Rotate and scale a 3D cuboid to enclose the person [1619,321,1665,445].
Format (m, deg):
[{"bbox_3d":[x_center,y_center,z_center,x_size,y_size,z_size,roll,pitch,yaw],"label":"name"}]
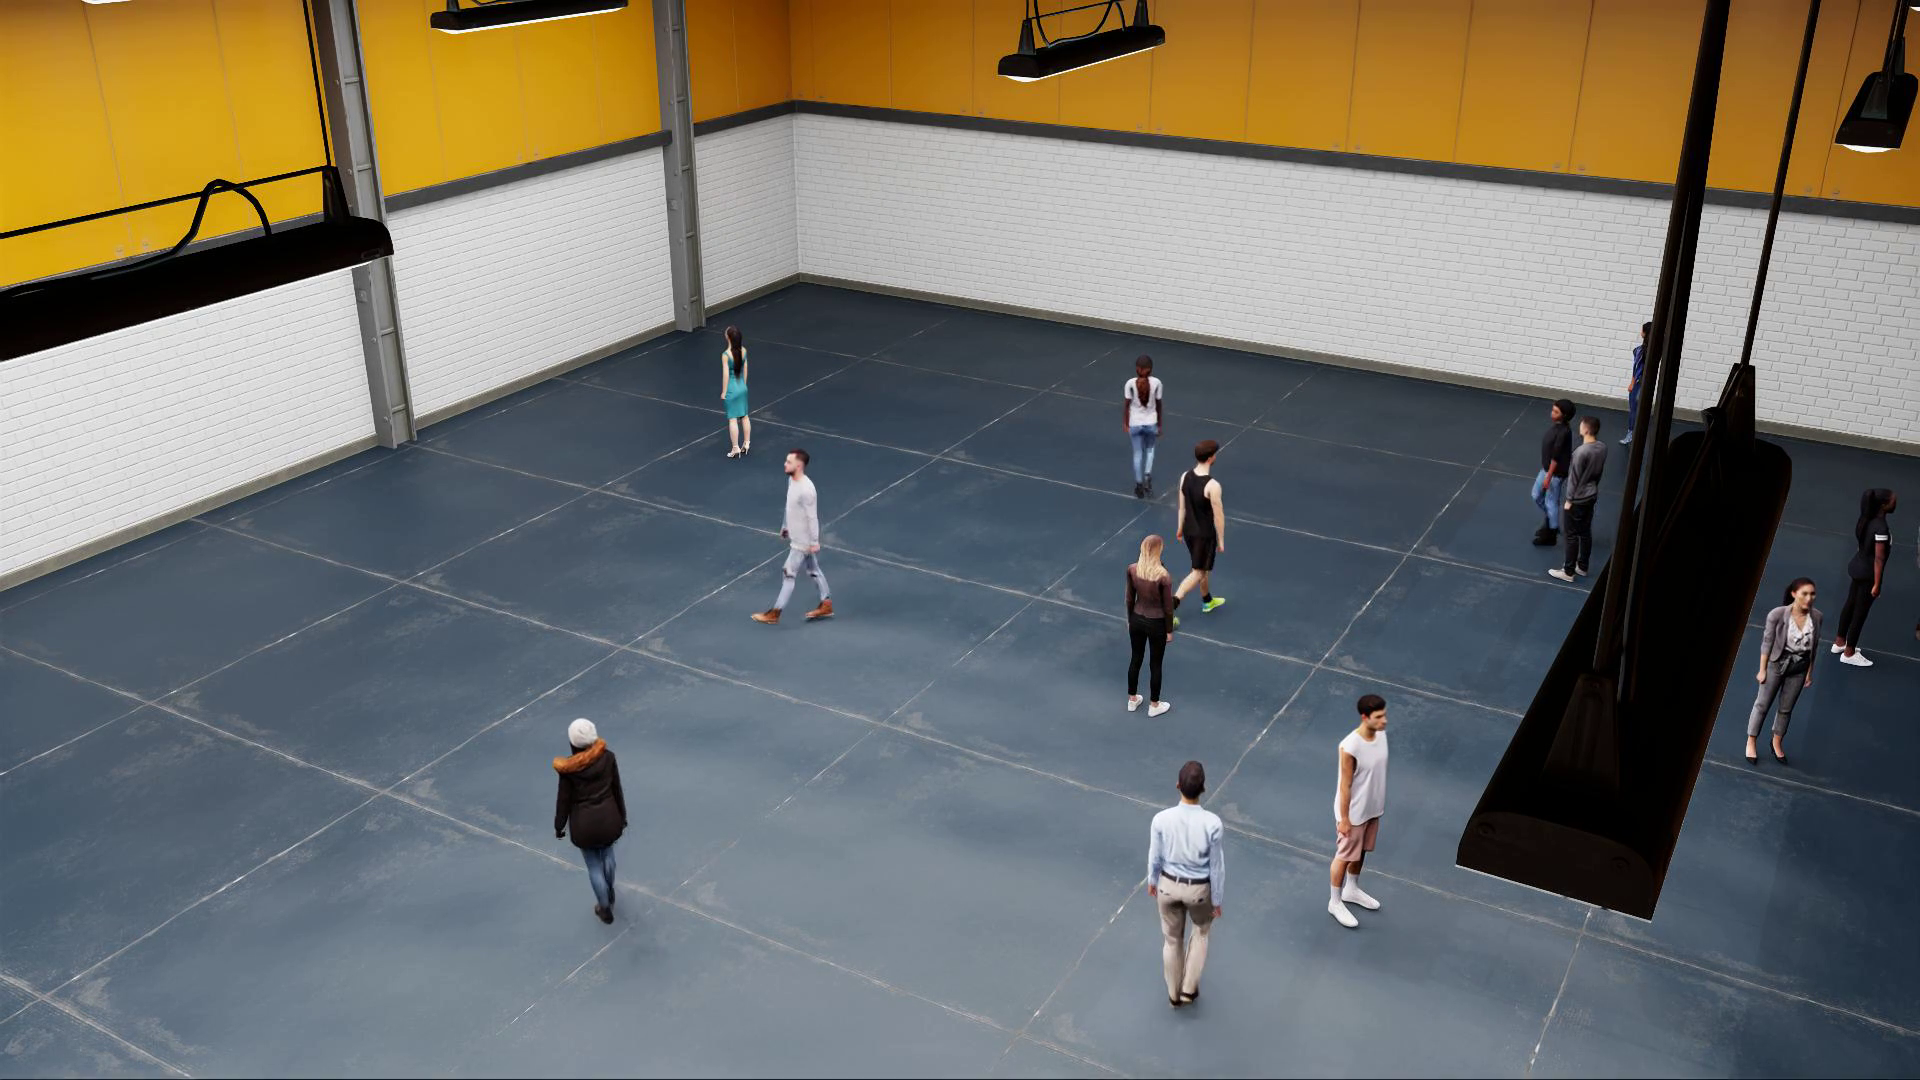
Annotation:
[{"bbox_3d":[8.613,-1.991,21.016,0.625,1.618,0.754,-16,28,-33],"label":"person"}]

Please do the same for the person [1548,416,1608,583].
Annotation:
[{"bbox_3d":[6.467,-0.436,17.284,0.599,1.759,0.740,-16,28,-33],"label":"person"}]

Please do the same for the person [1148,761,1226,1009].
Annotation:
[{"bbox_3d":[1.469,2.328,10.872,0.745,1.830,0.742,5,24,11],"label":"person"}]

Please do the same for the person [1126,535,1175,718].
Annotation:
[{"bbox_3d":[1.657,0.747,14.644,0.617,1.705,0.521,16,28,32],"label":"person"}]

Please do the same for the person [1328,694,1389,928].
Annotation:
[{"bbox_3d":[2.853,1.895,11.913,0.601,1.789,0.755,-22,32,-40],"label":"person"}]

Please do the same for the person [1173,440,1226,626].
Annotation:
[{"bbox_3d":[2.295,-0.045,16.261,1.263,1.861,0.986,-17,29,-34],"label":"person"}]

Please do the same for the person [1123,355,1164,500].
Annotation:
[{"bbox_3d":[2.134,-1.295,19.302,0.738,1.716,0.779,0,24,0],"label":"person"}]

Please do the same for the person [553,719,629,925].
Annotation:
[{"bbox_3d":[-2.572,2.022,11.823,0.798,1.628,0.858,-15,28,-30],"label":"person"}]

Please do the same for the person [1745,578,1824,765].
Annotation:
[{"bbox_3d":[6.891,1.086,13.902,0.719,1.679,0.743,1,24,2],"label":"person"}]

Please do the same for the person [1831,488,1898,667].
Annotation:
[{"bbox_3d":[8.498,0.323,15.584,0.754,1.729,0.644,3,24,7],"label":"person"}]

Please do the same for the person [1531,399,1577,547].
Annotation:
[{"bbox_3d":[6.536,-0.711,18.011,0.719,1.679,0.636,3,24,7],"label":"person"}]

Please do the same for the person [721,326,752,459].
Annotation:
[{"bbox_3d":[-2.776,-1.842,20.589,0.641,1.687,0.481,19,30,37],"label":"person"}]

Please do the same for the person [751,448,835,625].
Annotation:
[{"bbox_3d":[-1.464,-0.032,16.308,1.190,1.800,1.102,-8,25,-17],"label":"person"}]
